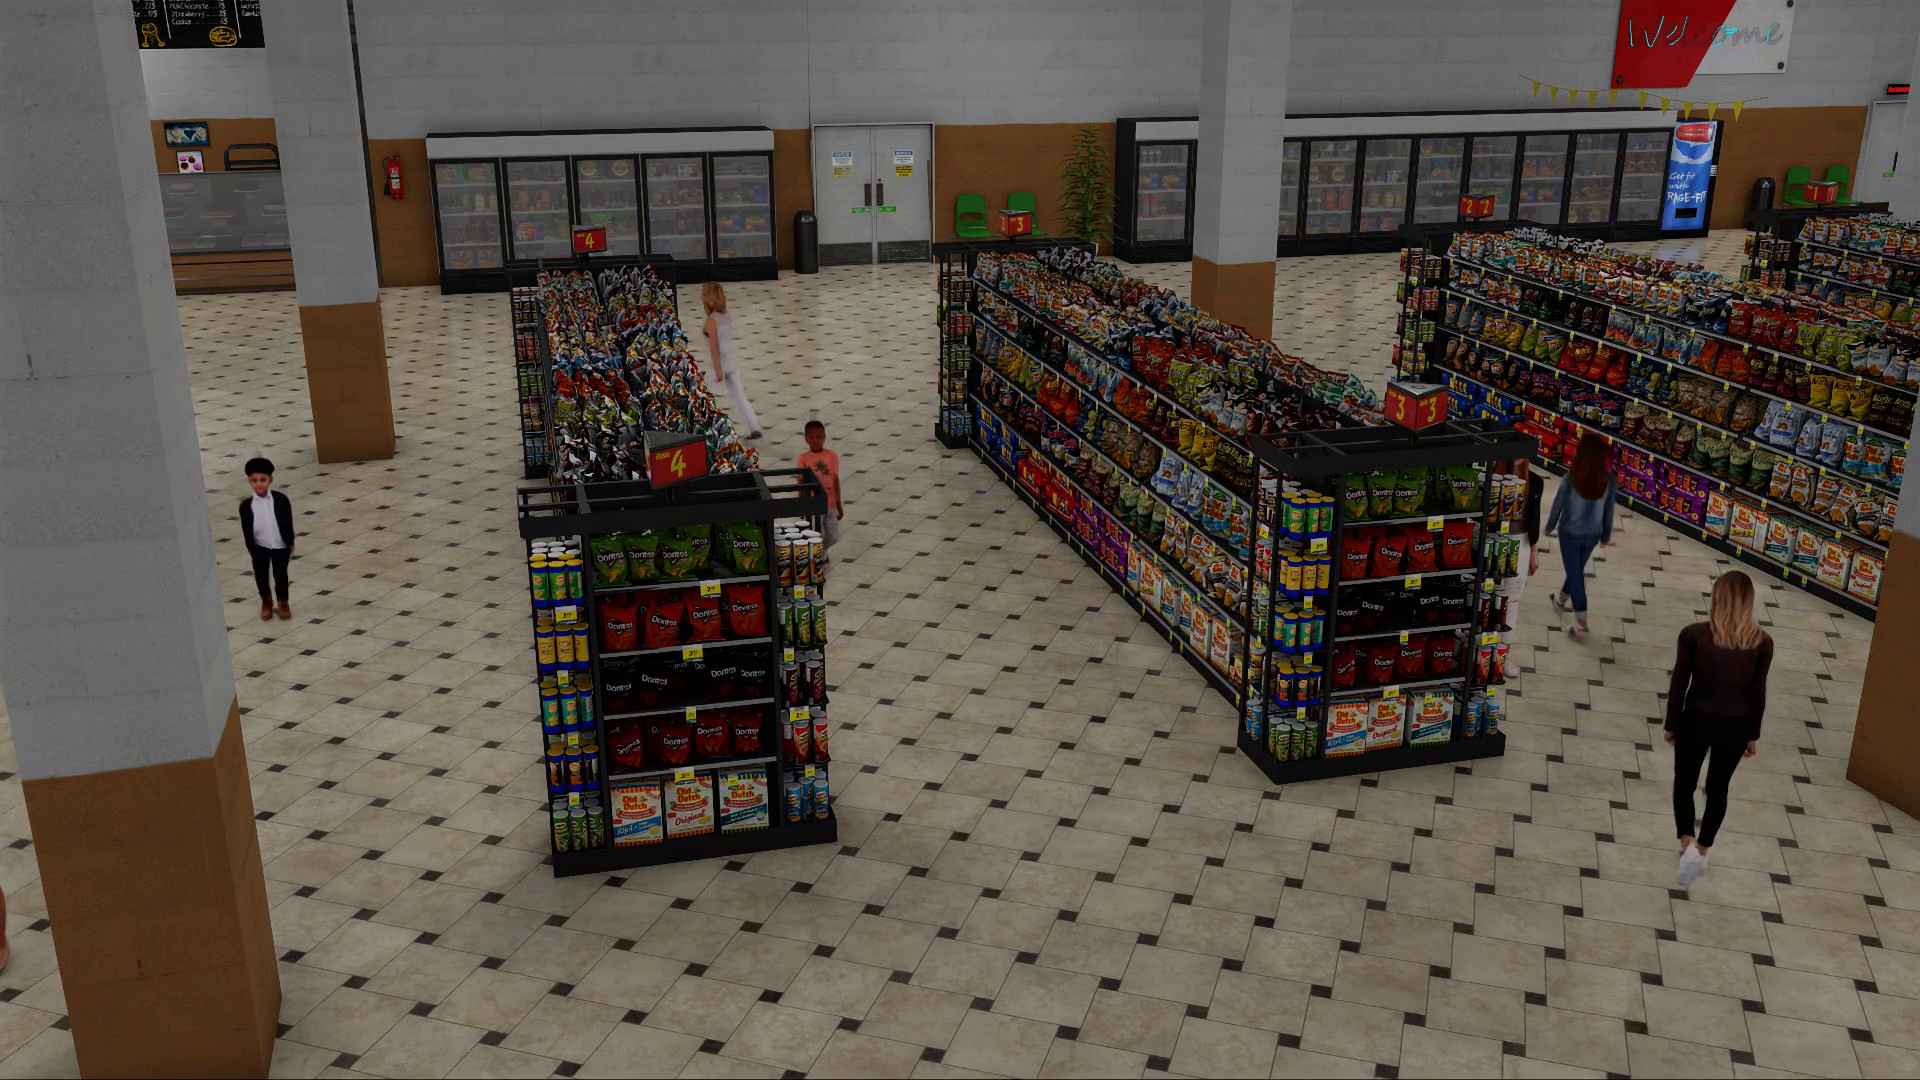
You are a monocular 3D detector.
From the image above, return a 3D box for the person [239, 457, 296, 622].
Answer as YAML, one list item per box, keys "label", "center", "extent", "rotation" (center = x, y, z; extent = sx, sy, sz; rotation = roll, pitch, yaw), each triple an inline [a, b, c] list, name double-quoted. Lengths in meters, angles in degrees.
- label: "person"
  center: [-5.082, -0.025, 12.239]
  extent: [0.530, 1.218, 0.515]
  rotation: [-8, 20, -23]

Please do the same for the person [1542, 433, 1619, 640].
- label: "person"
  center: [4.429, -0.002, 11.818]
  extent: [0.683, 1.444, 1.008]
  rotation: [-1, 19, -4]

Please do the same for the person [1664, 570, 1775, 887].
- label: "person"
  center: [3.842, 0.998, 8.472]
  extent: [0.893, 1.687, 1.021]
  rotation: [6, 20, 18]

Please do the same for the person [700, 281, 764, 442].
- label: "person"
  center: [-2.308, -1.745, 16.703]
  extent: [1.086, 1.626, 1.073]
  rotation: [9, 20, 24]

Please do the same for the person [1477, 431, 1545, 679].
- label: "person"
  center: [3.650, 0.083, 11.159]
  extent: [0.658, 1.704, 0.639]
  rotation: [2, 19, 6]

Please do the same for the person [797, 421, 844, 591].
- label: "person"
  center: [-1.090, -0.298, 12.921]
  extent: [0.491, 1.300, 0.741]
  rotation: [-4, 19, -13]
